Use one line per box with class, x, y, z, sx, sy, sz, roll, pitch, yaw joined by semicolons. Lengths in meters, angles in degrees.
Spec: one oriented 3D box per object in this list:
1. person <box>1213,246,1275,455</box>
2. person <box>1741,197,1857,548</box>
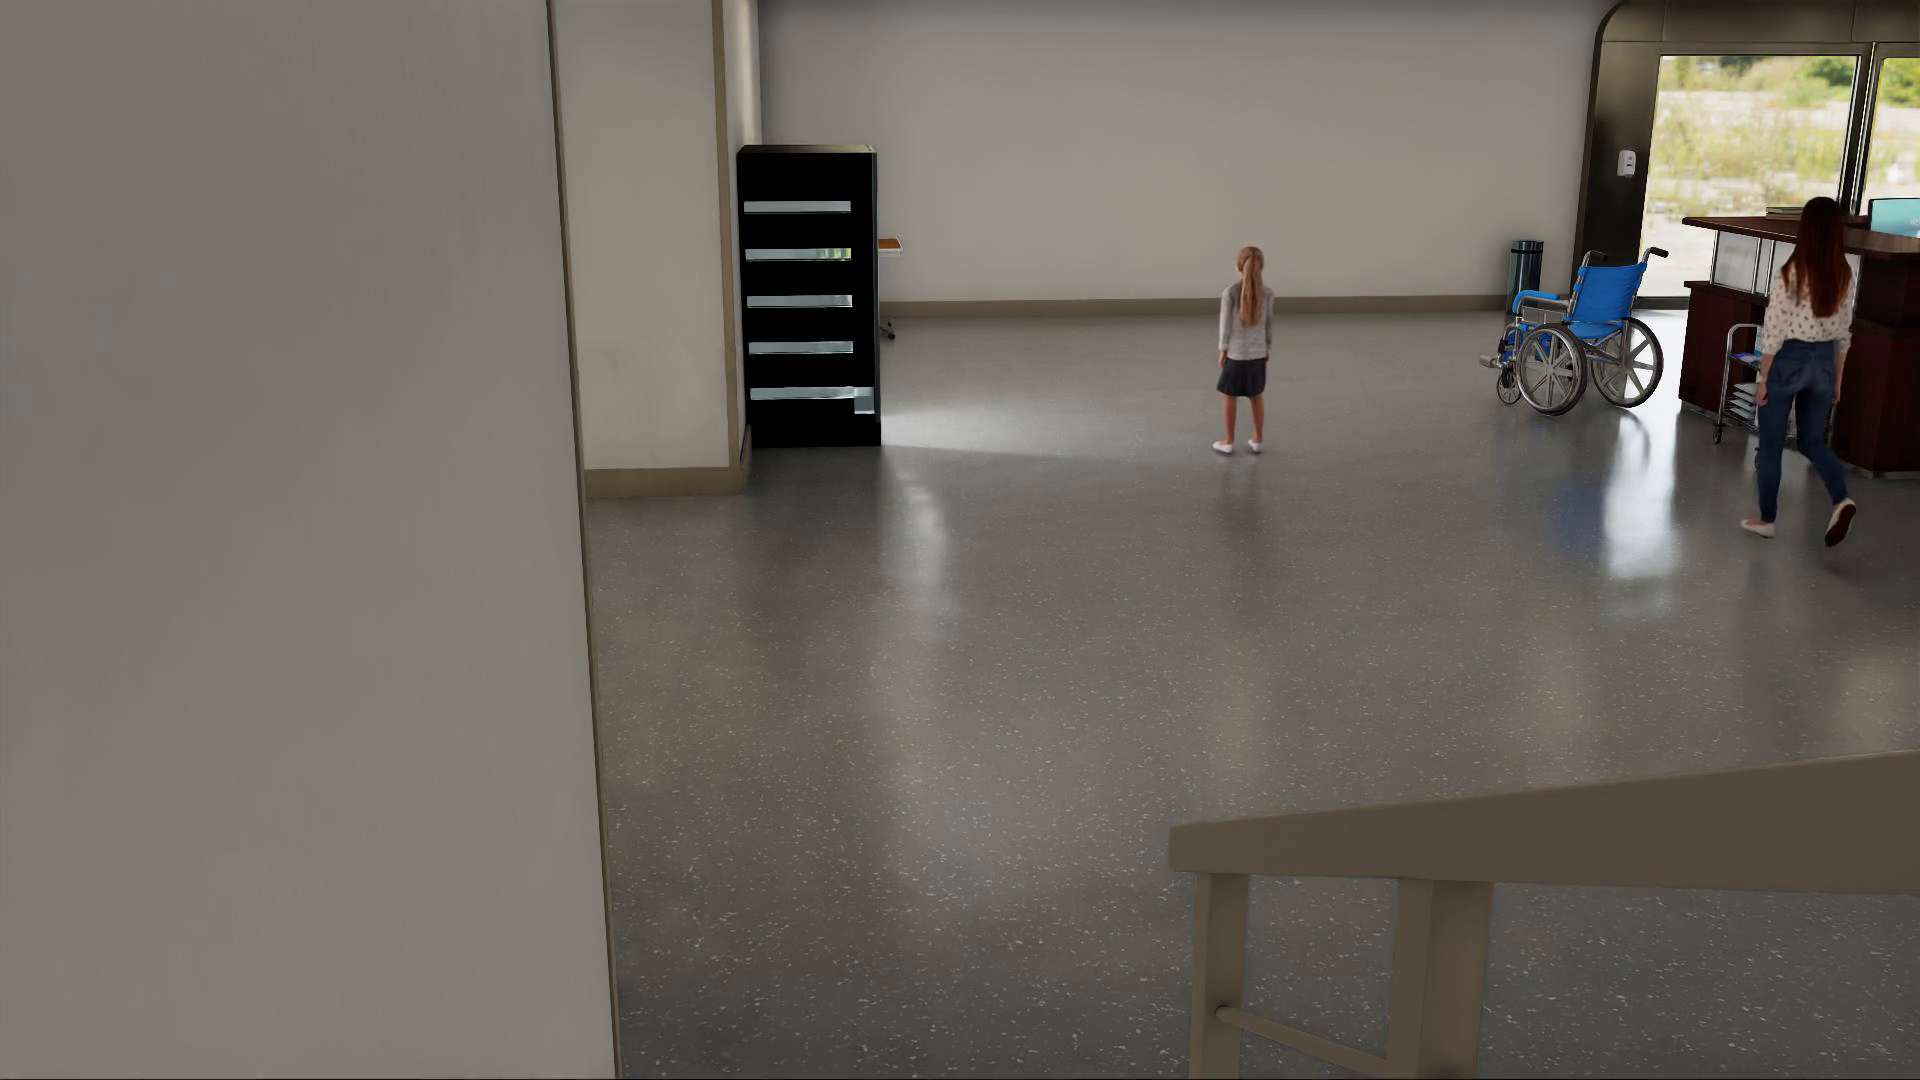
person;1.774;-1.155;10.315;0.547;1.228;0.557;-4;16;-15
person;4.149;-0.784;8.119;0.581;1.711;0.956;-1;16;-3
